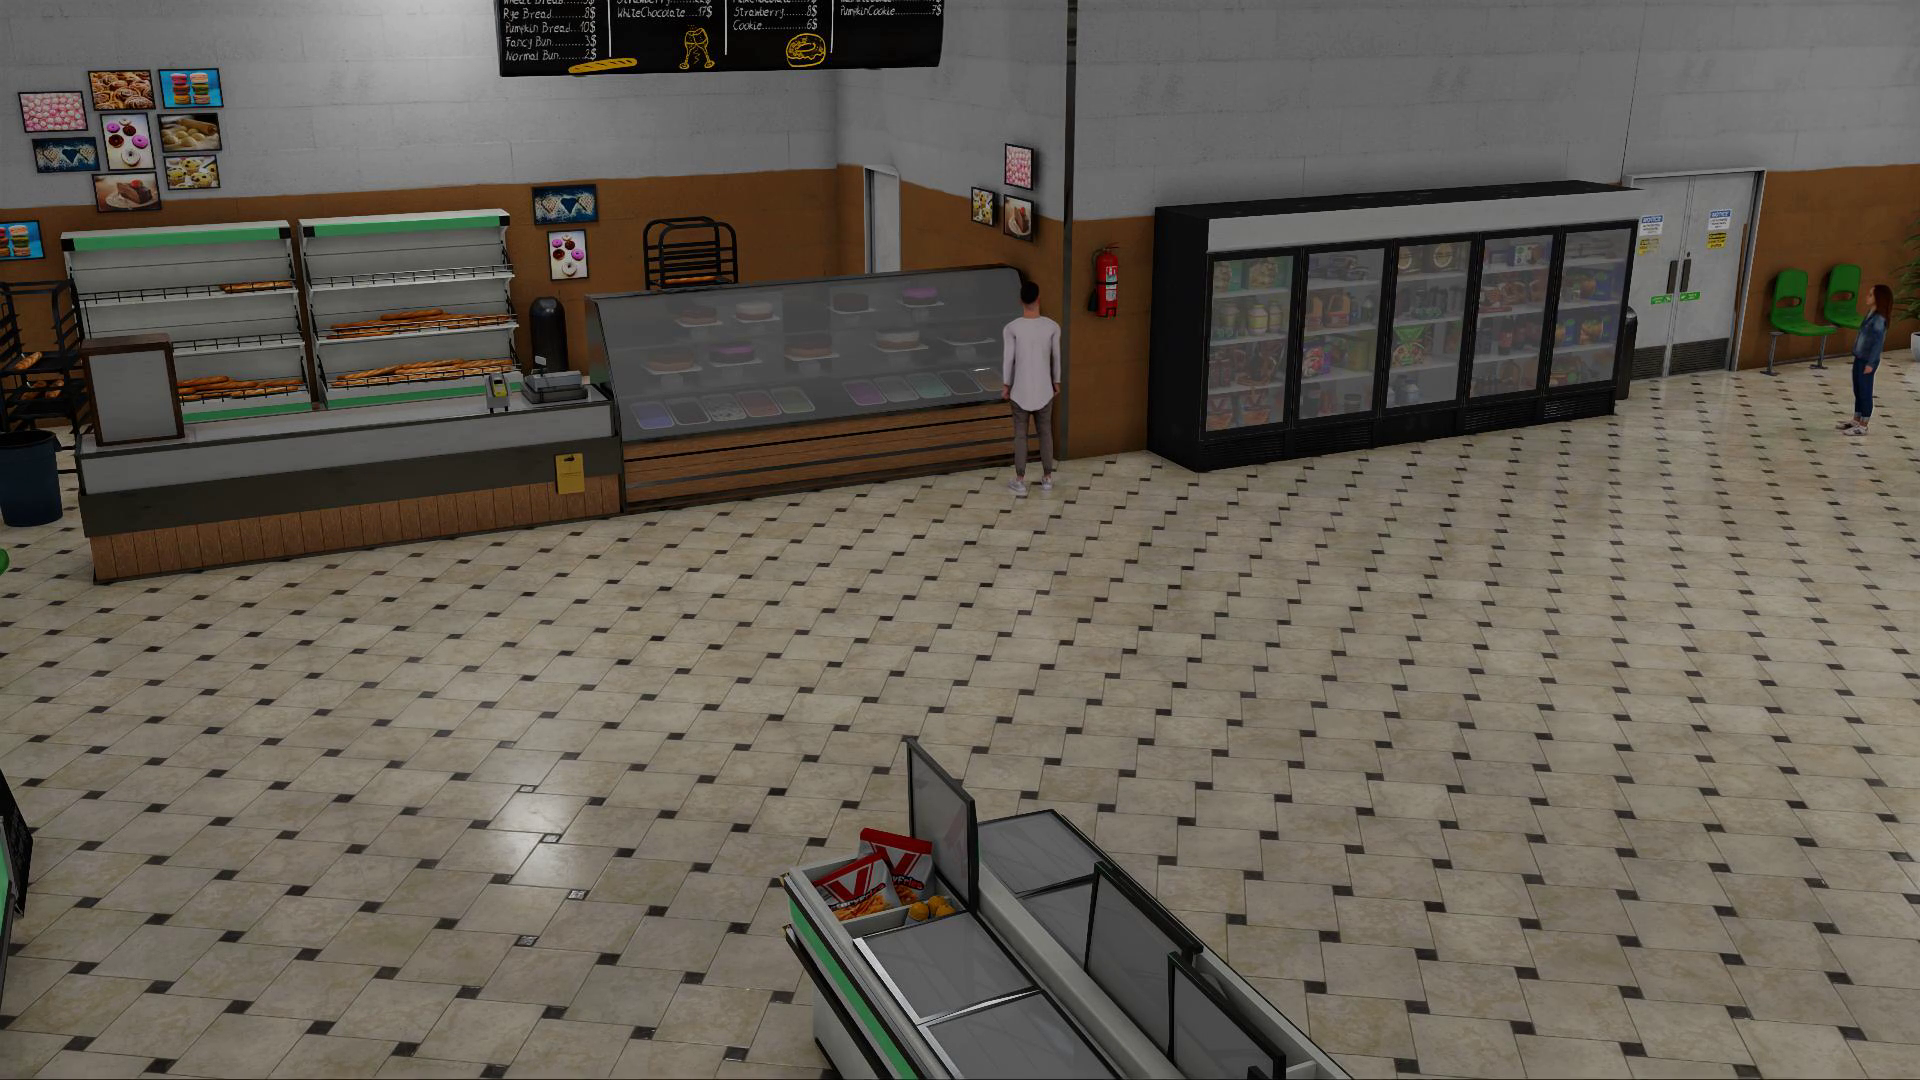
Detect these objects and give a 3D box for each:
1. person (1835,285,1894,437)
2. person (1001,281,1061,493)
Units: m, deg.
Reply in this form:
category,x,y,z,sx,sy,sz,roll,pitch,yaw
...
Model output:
category,x,y,z,sx,sy,sz,roll,pitch,yaw
person,8.901,-1.768,16.309,0.708,1.476,0.619,4,19,11
person,0.621,-1.336,14.460,0.715,1.838,0.623,-4,19,-11
